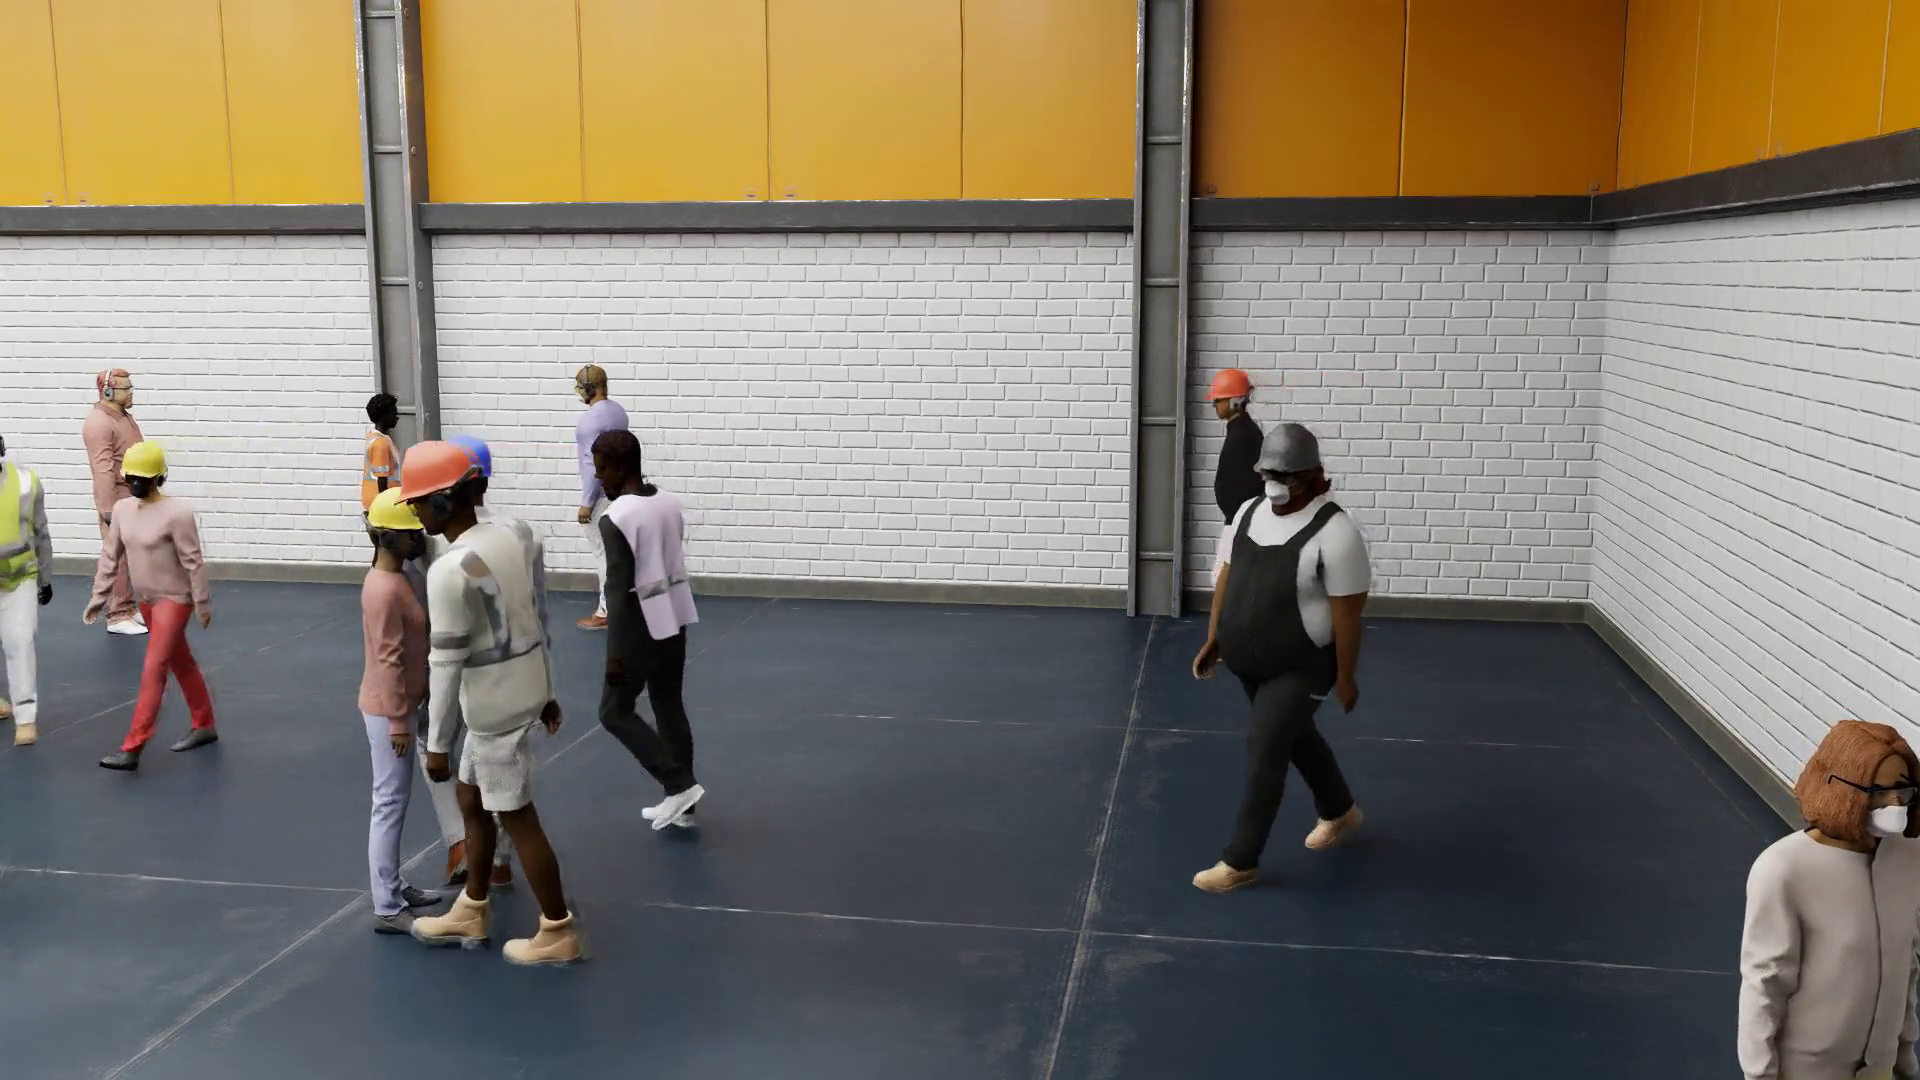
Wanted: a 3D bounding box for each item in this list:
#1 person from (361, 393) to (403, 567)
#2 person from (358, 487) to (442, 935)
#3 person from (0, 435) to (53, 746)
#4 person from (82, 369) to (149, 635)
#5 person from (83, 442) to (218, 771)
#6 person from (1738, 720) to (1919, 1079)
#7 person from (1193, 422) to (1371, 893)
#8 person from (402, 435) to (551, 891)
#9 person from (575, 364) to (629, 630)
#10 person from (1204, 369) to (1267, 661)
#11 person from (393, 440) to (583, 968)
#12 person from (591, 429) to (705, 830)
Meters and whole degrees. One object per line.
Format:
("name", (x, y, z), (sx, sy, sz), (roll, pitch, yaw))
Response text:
("person", (-4.353, -0.266, 12.577), (0.321, 1.689, 0.530), (-3, 10, -16))
("person", (-2.207, 0.666, 6.594), (0.329, 1.765, 0.533), (-3, 10, -16))
("person", (-5.447, 0.211, 9.324), (0.653, 1.801, 0.863), (-7, 11, -35))
("person", (-6.026, -0.280, 11.990), (0.408, 1.906, 0.654), (-2, 9, -13))
("person", (-4.260, 0.340, 8.715), (0.542, 1.710, 0.867), (5, 10, 27))
("person", (1.954, 1.194, 3.737), (0.507, 1.632, 0.268), (-3, 10, -20))
("person", (1.445, 0.436, 7.162), (1.033, 2.000, 0.686), (-5, 10, -28))
("person", (-2.015, 0.529, 6.911), (0.636, 1.933, 0.435), (-5, 10, -28))
("person", (-2.604, -0.311, 12.096), (0.370, 1.934, 0.627), (2, 9, 10))
("person", (1.867, -0.137, 10.901), (0.561, 1.972, 0.644), (2, 9, 14))
("person", (-1.810, 0.626, 6.123), (0.855, 1.994, 0.644), (1, 9, 4))
("person", (-1.431, 0.432, 7.645), (0.446, 1.889, 0.693), (3, 10, 19))
